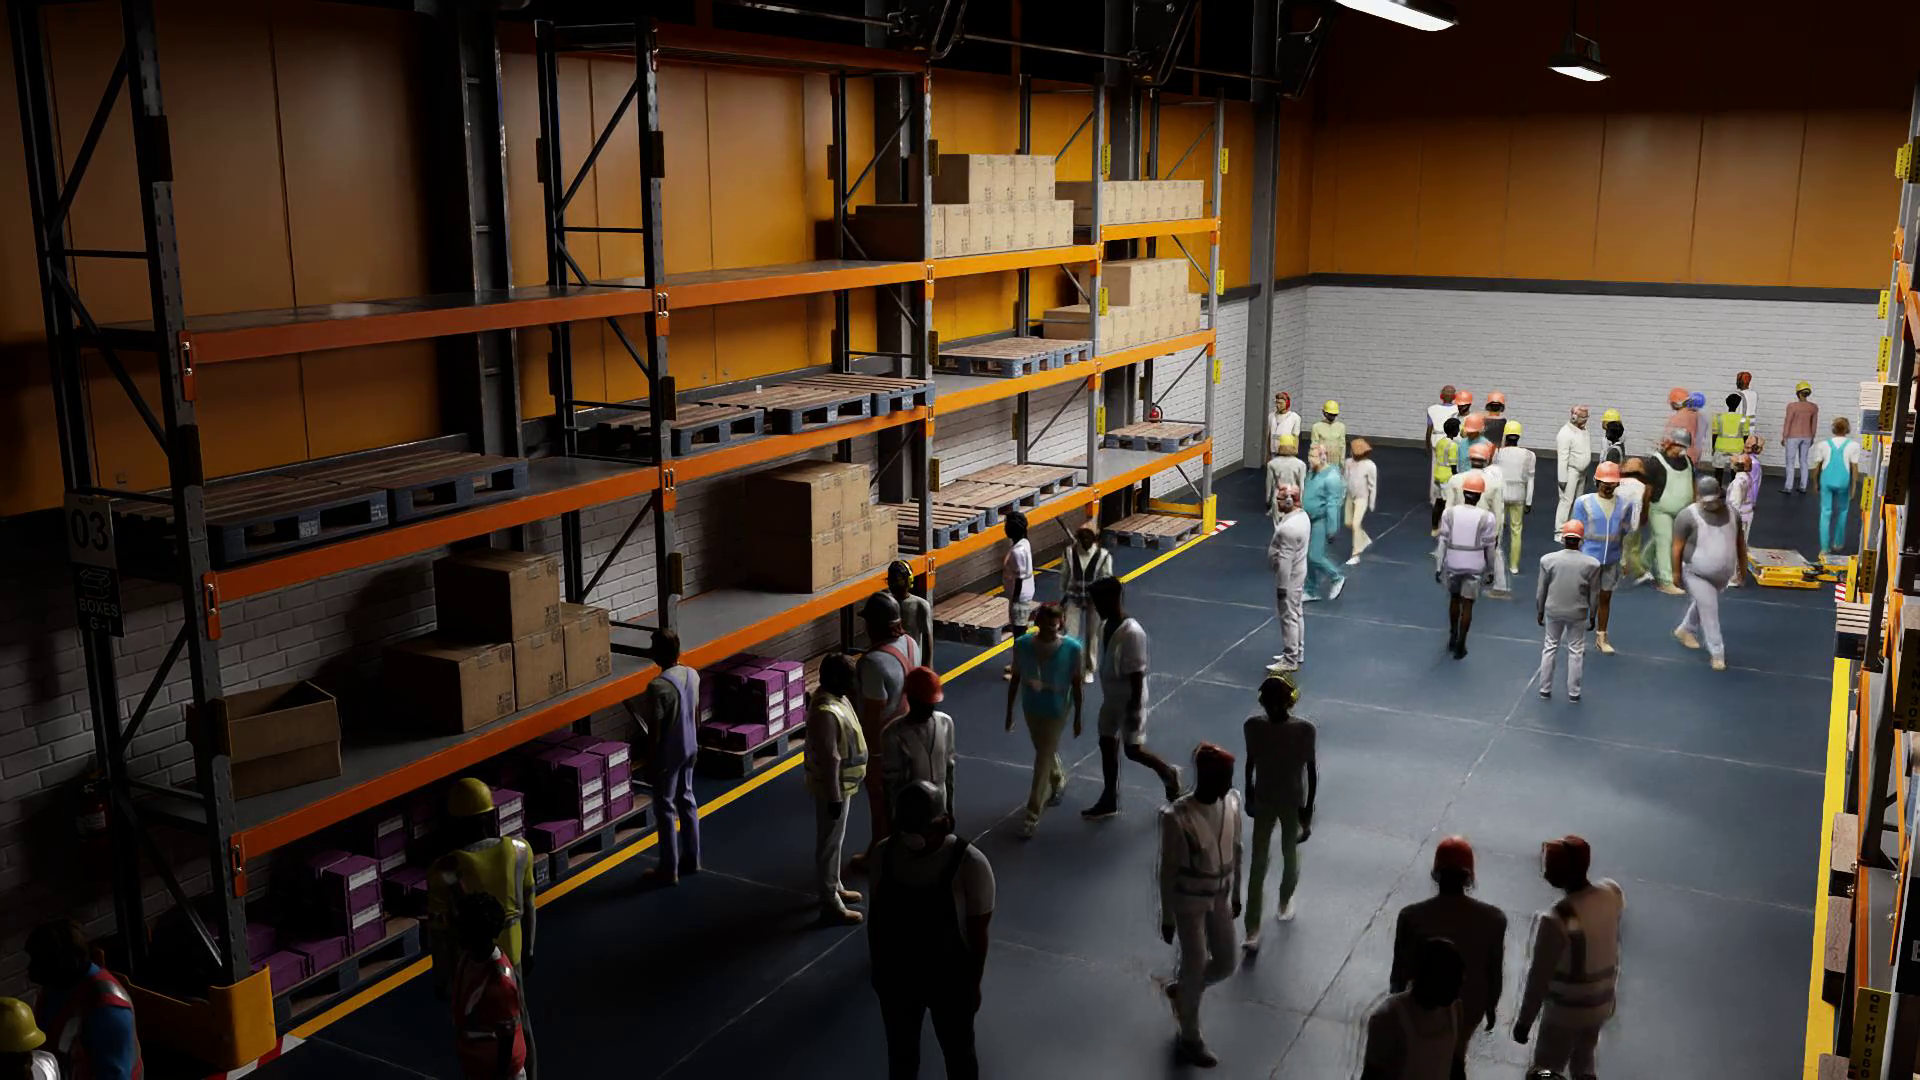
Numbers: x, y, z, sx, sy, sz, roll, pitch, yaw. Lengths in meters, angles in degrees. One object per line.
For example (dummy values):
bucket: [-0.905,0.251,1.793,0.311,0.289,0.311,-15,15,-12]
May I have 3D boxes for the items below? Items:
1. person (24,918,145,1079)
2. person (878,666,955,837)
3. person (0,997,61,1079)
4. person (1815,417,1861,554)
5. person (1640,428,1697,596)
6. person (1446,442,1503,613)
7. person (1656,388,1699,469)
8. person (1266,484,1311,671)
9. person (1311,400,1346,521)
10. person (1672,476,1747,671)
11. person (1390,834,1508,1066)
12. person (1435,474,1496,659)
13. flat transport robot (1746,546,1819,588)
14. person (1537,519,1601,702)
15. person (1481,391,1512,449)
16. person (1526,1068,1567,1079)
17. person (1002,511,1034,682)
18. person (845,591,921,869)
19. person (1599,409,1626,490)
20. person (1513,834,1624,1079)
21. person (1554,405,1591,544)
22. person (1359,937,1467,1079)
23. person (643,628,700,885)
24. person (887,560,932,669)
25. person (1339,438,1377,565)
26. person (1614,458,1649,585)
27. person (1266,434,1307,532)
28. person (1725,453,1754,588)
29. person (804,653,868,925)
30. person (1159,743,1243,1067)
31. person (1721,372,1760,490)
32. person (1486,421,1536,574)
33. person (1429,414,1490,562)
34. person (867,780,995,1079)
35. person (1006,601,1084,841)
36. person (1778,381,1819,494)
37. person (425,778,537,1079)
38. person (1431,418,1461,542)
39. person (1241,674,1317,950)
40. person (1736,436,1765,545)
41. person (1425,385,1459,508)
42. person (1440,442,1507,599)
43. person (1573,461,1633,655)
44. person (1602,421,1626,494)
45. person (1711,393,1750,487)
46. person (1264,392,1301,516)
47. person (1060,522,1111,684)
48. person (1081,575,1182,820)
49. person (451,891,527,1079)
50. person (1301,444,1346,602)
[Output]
person: [-3.828,2.517,7.324,0.631,1.837,0.432,11,17,40]
person: [-0.245,1.730,10.629,0.539,1.931,0.380,-9,15,-34]
person: [-3.761,2.674,6.640,0.404,1.826,0.596,4,13,18]
person: [11.496,-0.717,21.804,0.517,1.815,0.791,9,15,35]
person: [8.487,-0.429,20.028,0.680,2.000,0.957,-7,14,-27]
person: [5.768,-0.105,18.762,0.633,1.963,0.743,6,14,25]
person: [10.127,-1.187,23.606,0.620,1.954,0.777,-10,16,-39]
person: [3.300,0.370,16.780,0.402,1.900,0.645,5,13,21]
person: [5.265,-1.126,23.791,0.527,1.761,0.340,-2,13,-9]
person: [7.659,0.232,17.069,0.740,2.000,1.043,-2,13,-8]
person: [2.452,2.342,8.359,0.569,1.720,0.591,0,13,2]
person: [5.298,0.244,17.321,0.565,1.901,0.831,7,14,28]
flat transport robot: [10.151,0.325,20.649,0.652,0.197,1.431,3,13,14]
person: [5.769,0.666,15.796,0.567,1.744,0.350,7,14,27]
person: [7.230,-1.010,22.661,0.611,2.032,0.411,3,13,15]
person: [2.098,2.793,6.051,0.517,1.842,0.325,-2,13,-9]
person: [0.567,0.557,16.412,0.315,1.696,0.572,1,13,5]
person: [-0.594,1.357,12.031,0.537,2.000,0.683,5,14,22]
person: [8.974,-0.941,23.020,0.483,1.738,0.320,-9,15,-35]
person: [3.056,2.313,8.196,0.655,1.854,0.478,-8,15,-31]
person: [8.266,-0.882,22.395,0.653,1.896,0.402,-12,17,-43]
person: [1.999,2.573,7.128,0.531,1.799,0.924,-8,15,-32]
person: [-2.034,1.521,11.778,0.350,1.835,0.518,7,14,28]
person: [-0.480,1.072,13.697,0.534,1.869,0.311,7,14,27]
person: [5.154,-0.520,21.429,0.626,1.600,0.513,-8,15,-31]
person: [8.039,-0.197,20.033,0.852,1.571,0.550,-5,14,-22]
person: [4.129,-0.501,21.130,0.498,1.688,0.922,2,13,8]
person: [9.398,-0.242,20.103,0.307,1.638,0.513,10,16,36]
person: [-0.830,1.649,11.189,0.430,1.838,0.619,0,13,-1]
person: [1.350,2.031,9.394,0.610,1.868,0.466,-8,15,-32]
person: [12.272,-1.703,26.117,0.574,1.877,0.354,-7,15,-30]
person: [6.837,-0.526,20.737,0.585,1.921,0.396,3,13,12]
person: [6.481,-0.639,21.196,0.963,1.933,0.607,-9,15,-34]
person: [-0.183,2.163,8.427,0.684,2.000,0.537,5,13,20]
person: [0.668,1.312,12.822,0.598,1.790,1.002,6,14,25]
person: [13.038,-1.585,25.861,0.540,1.759,0.349,-2,13,-8]
person: [-2.497,2.167,8.694,0.585,1.918,0.409,-12,17,-42]
person: [6.603,-0.821,22.573,0.319,1.694,0.535,-2,13,-7]
person: [2.070,1.743,10.856,0.498,1.803,1.029,4,13,16]
person: [10.127,-0.532,21.421,0.319,1.631,0.524,0,13,2]
person: [7.202,-1.373,24.698,0.570,1.843,0.372,4,13,16]
person: [6.099,-0.249,19.645,0.908,1.844,0.598,6,14,24]
person: [6.644,0.191,17.249,0.608,2.044,0.372,0,13,0]
person: [8.748,-0.754,22.283,0.320,1.694,0.535,7,14,28]
person: [11.529,-1.350,24.932,0.533,1.697,0.318,6,14,24]
person: [4.680,-1.228,24.072,0.388,1.838,0.562,-10,16,-37]
person: [1.226,0.624,16.259,0.531,1.624,0.445,3,13,11]
person: [1.325,1.215,12.904,0.777,1.935,0.665,-6,14,-24]
person: [-2.227,2.462,7.865,0.318,1.697,0.535,-8,15,-33]
person: [4.174,-0.186,19.281,0.492,1.887,0.662,-4,13,-16]
